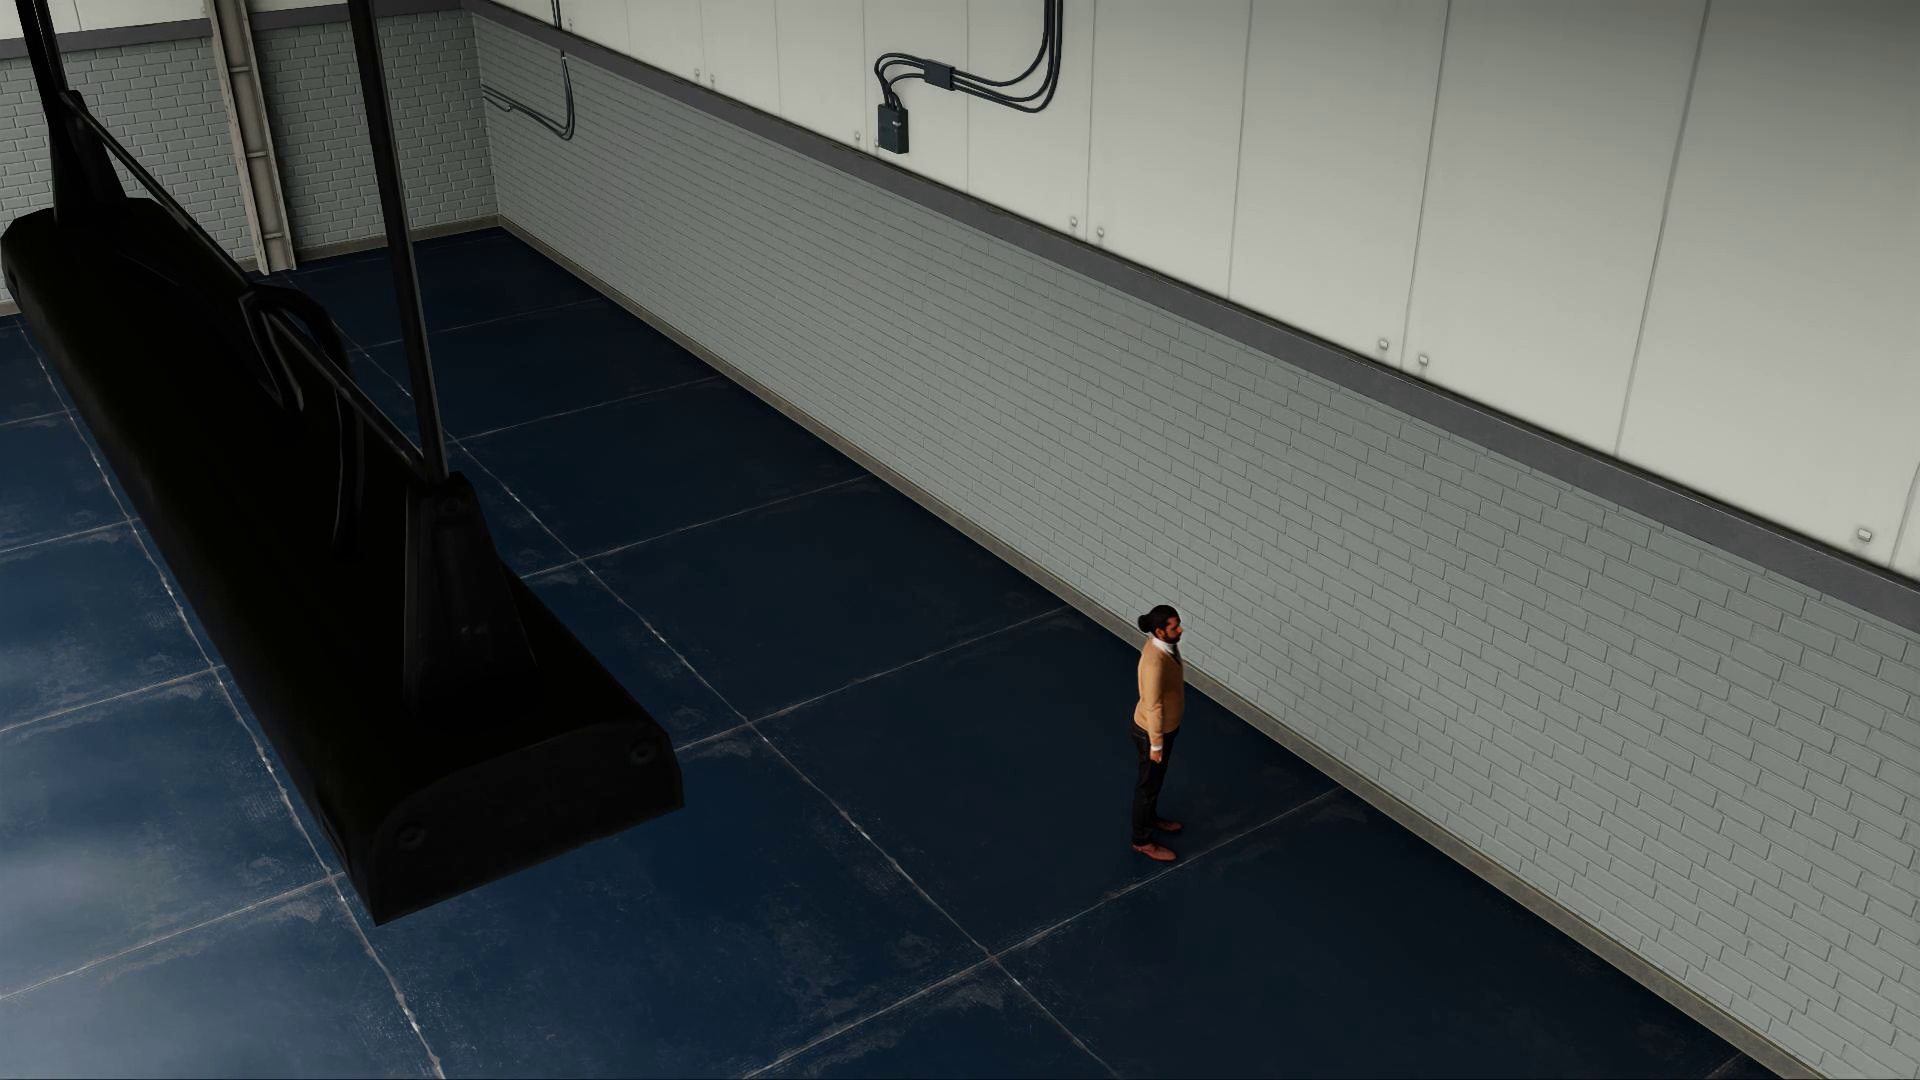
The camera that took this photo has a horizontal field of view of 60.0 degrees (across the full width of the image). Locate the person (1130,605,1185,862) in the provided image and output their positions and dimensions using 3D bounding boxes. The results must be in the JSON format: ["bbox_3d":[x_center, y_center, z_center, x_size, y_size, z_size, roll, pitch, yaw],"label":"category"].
[{"bbox_3d":[1.239,1.178,10.458,0.816,1.754,0.743,7,29,12],"label":"person"}]
